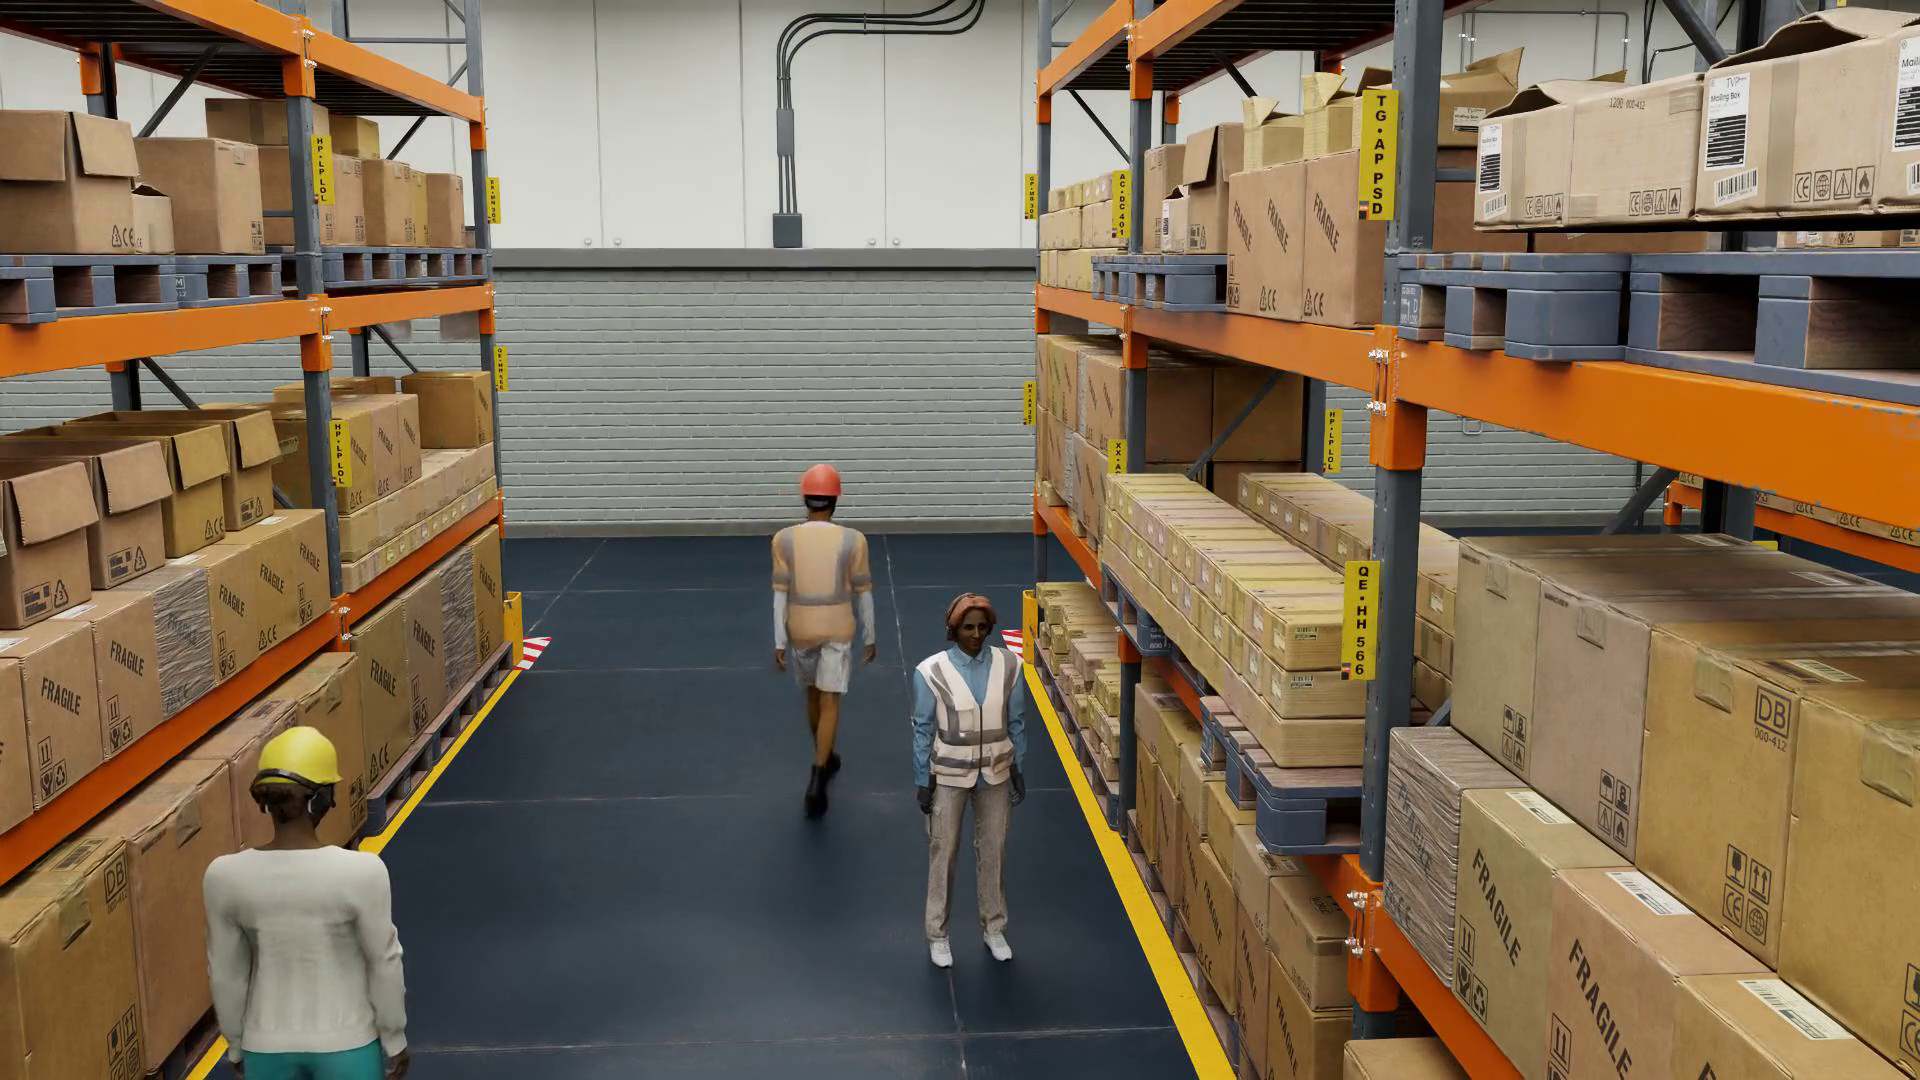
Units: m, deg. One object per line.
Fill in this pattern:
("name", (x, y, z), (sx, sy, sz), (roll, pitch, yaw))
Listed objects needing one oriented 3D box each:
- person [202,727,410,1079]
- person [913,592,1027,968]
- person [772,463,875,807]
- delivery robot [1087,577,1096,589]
("person", (-1.790, 1.385, 4.622), (0.522, 1.760, 0.330), (0, 10, -1))
("person", (0.039, 1.023, 7.132), (0.508, 1.629, 0.317), (-3, 10, -19))
("person", (-0.774, 0.516, 9.353), (0.560, 1.895, 0.983), (1, 10, 6))
("delivery robot", (1.369, 0.406, 13.644), (0.477, 0.478, 0.707), (-8, 12, -40))
